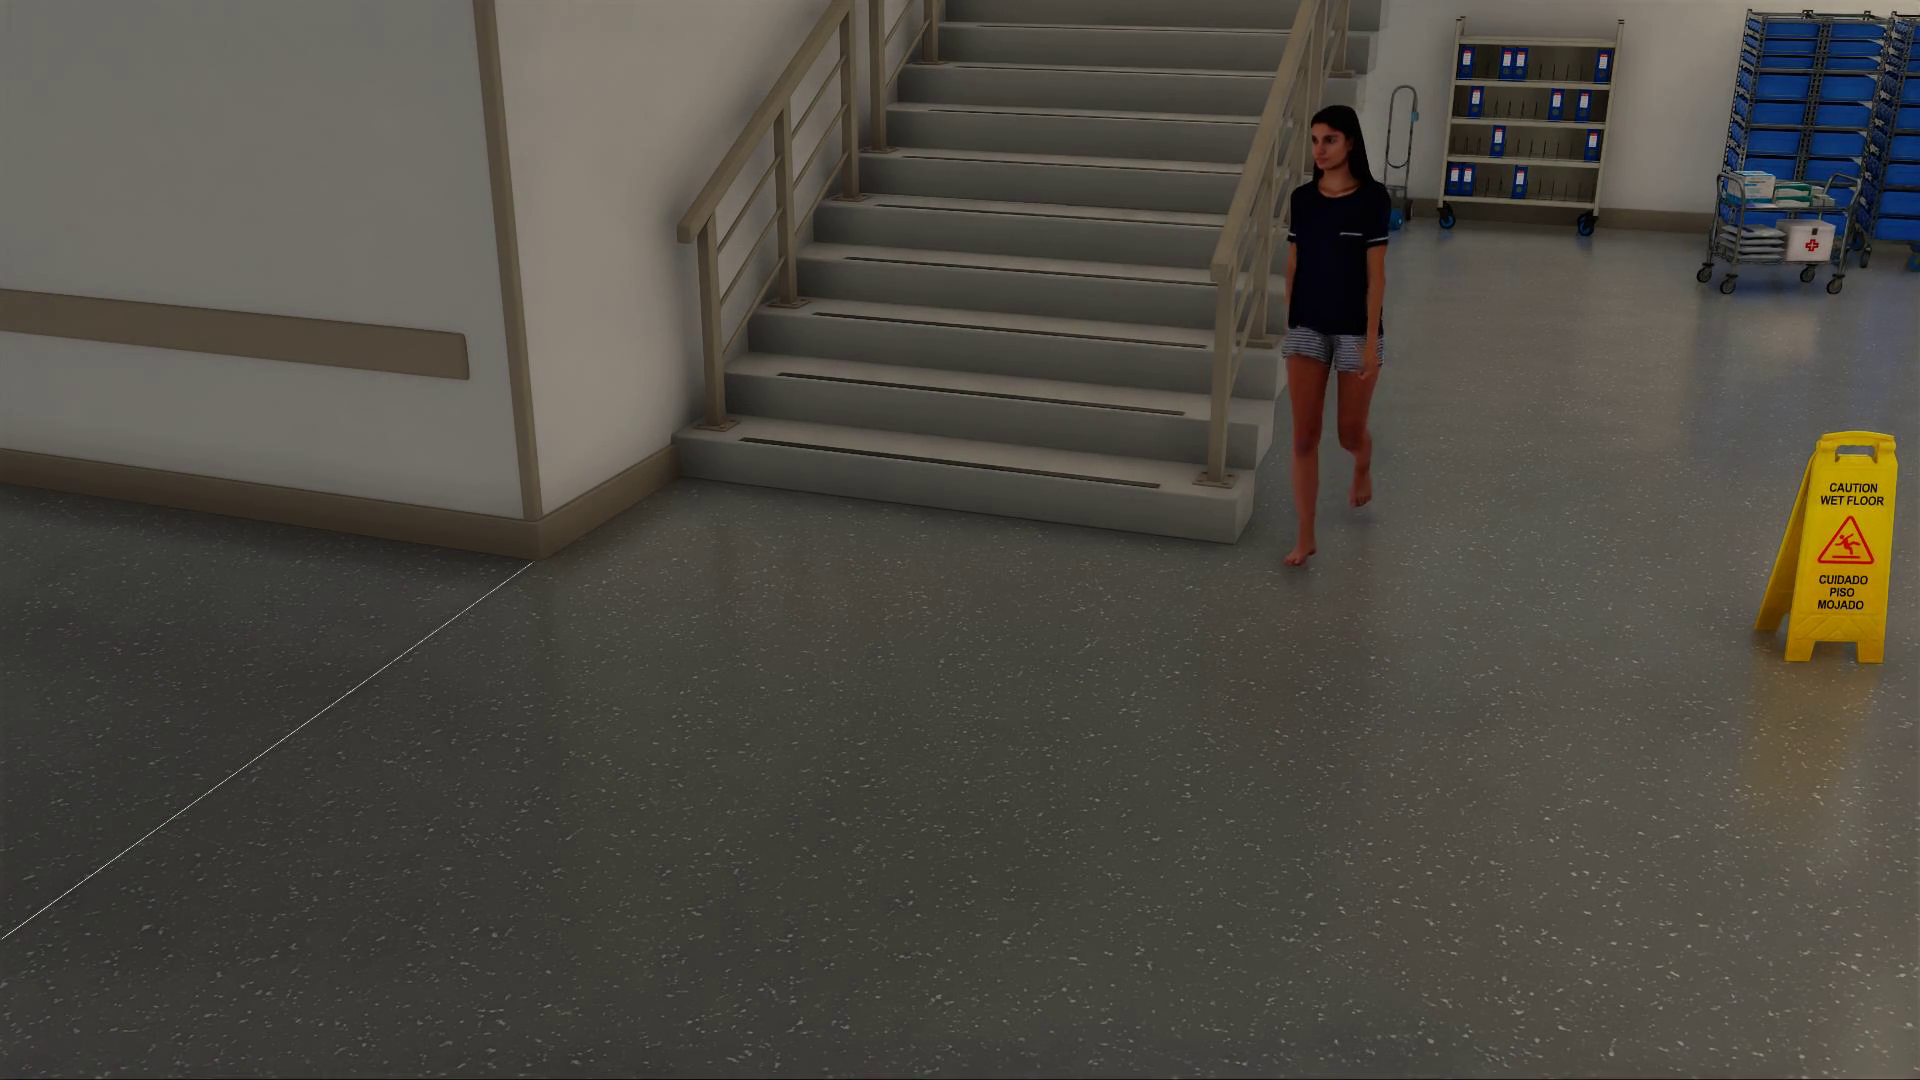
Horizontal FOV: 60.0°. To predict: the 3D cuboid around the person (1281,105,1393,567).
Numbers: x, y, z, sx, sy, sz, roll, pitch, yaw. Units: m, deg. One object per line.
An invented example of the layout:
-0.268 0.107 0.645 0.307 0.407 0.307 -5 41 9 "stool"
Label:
1.497 -0.793 6.510 0.707 1.739 1.035 11 24 28 "person"
